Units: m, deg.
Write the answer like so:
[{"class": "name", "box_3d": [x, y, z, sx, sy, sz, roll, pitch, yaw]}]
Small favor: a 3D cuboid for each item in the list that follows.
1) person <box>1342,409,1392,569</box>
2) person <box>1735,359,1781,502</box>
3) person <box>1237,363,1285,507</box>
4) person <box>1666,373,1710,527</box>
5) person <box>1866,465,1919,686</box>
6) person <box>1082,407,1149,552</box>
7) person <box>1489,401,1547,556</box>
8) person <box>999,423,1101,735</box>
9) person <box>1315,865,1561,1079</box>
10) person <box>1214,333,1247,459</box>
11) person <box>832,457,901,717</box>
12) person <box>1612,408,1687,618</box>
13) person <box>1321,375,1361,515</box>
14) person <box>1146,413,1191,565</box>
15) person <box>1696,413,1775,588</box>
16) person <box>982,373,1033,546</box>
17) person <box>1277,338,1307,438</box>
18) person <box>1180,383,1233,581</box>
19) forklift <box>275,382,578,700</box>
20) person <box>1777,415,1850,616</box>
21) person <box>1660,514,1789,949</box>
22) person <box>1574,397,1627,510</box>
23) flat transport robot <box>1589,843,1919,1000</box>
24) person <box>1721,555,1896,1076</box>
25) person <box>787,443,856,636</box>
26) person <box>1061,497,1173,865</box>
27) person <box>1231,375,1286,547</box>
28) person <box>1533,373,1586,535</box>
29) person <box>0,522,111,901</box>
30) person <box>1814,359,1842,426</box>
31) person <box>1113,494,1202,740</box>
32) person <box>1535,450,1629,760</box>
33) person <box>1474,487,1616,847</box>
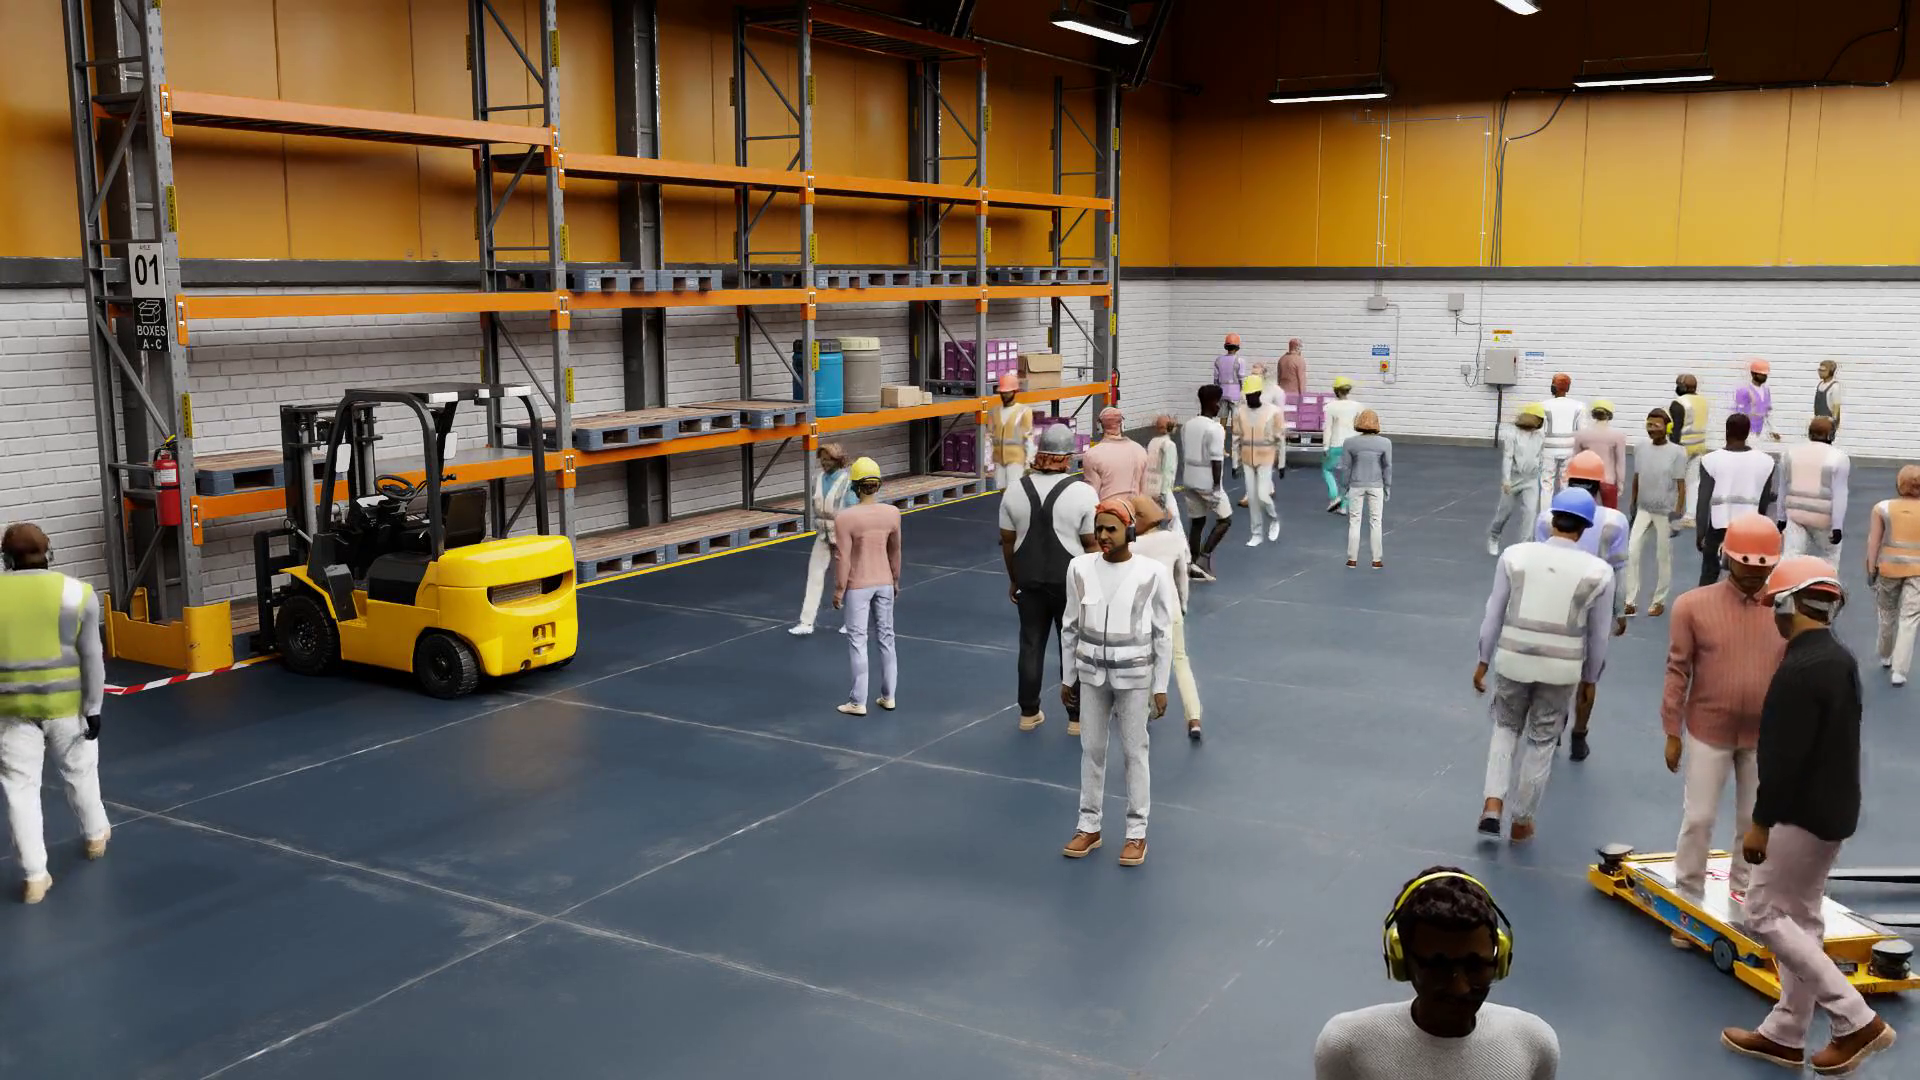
[{"class": "person", "box_3d": [4.146, -0.518, 16.974, 0.500, 1.633, 0.285, 2, 9, 14]}, {"class": "person", "box_3d": [10.494, -1.422, 21.819, 0.548, 1.889, 0.948, -6, 11, -35]}, {"class": "person", "box_3d": [3.884, -1.378, 21.674, 0.664, 1.858, 1.013, 8, 12, 42]}, {"class": "person", "box_3d": [8.571, -1.077, 19.882, 0.660, 1.818, 0.693, -6, 11, -32]}, {"class": "person", "box_3d": [7.021, 0.247, 12.325, 0.520, 1.597, 0.854, 7, 11, 37]}, {"class": "person", "box_3d": [1.250, -0.149, 13.838, 0.643, 1.905, 0.399, -6, 11, -31]}, {"class": "person", "box_3d": [5.843, -0.617, 17.377, 0.502, 1.699, 0.838, -1, 9, -5]}, {"class": "person", "box_3d": [0.628, 0.248, 10.930, 0.682, 2.000, 0.536, 4, 10, 25]}, {"class": "person", "box_3d": [0.941, 1.549, 3.341, 0.532, 1.869, 0.311, -1, 9, -4]}, {"class": "person", "box_3d": [4.403, -2.325, 26.970, 0.614, 2.046, 0.366, 8, 12, 42]}, {"class": "person", "box_3d": [-0.639, 0.317, 11.353, 0.533, 1.768, 0.310, -6, 11, -35]}, {"class": "person", "box_3d": [5.961, -0.215, 14.407, 0.768, 1.846, 0.555, -8, 12, -40]}, {"class": "person", "box_3d": [4.740, -1.180, 20.731, 0.533, 1.755, 0.360, -2, 9, -13]}, {"class": "person", "box_3d": [2.026, -0.503, 17.035, 0.915, 1.584, 0.525, -4, 10, -22]}, {"class": "person", "box_3d": [6.336, -0.111, 13.704, 0.590, 1.858, 1.049, 2, 9, 12]}, {"class": "person", "box_3d": [0.511, -0.871, 18.314, 0.547, 1.921, 0.497, 6, 11, 33]}, {"class": "person", "box_3d": [5.729, -2.507, 28.545, 0.403, 1.906, 0.651, -5, 10, -28]}, {"class": "person", "box_3d": [2.392, -0.548, 16.179, 0.417, 1.954, 0.614, -6, 11, -34]}, {"class": "forklift", "box_3d": [-3.974, -0.067, 12.417, 2.313, 2.155, 1.214, 5, 11, 30]}, {"class": "person", "box_3d": [7.336, -0.182, 14.390, 0.907, 1.805, 0.627, -6, 11, -34]}, {"class": "person", "box_3d": [3.427, 0.855, 7.346, 0.630, 1.972, 0.446, 2, 9, 12]}, {"class": "person", "box_3d": [6.612, -0.604, 17.184, 0.540, 1.732, 0.807, 6, 11, 31]}, {"class": "flat transport robot", "box_3d": [3.532, 1.678, 7.509, 0.652, 0.197, 1.431, -2, 9, -10]}, {"class": "person", "box_3d": [3.215, 1.047, 6.257, 0.622, 1.941, 0.661, 9, 13, 44]}, {"class": "person", "box_3d": [-1.098, 0.014, 13.693, 0.531, 1.604, 0.791, 7, 11, 37]}, {"class": "person", "box_3d": [0.786, 0.716, 8.494, 0.587, 1.882, 0.342, 4, 10, 25]}, {"class": "person", "box_3d": [3.272, -0.864, 18.312, 0.621, 1.895, 0.538, 7, 11, 37]}, {"class": "person", "box_3d": [6.811, -0.962, 18.964, 0.584, 1.884, 0.348, 0, 9, 1]}, {"class": "person", "box_3d": [-4.560, 0.801, 8.245, 0.621, 1.792, 0.899, -4, 10, -23]}, {"class": "person", "box_3d": [12.110, -1.605, 23.160, 0.538, 1.826, 0.534, 0, 9, 2]}, {"class": "person", "box_3d": [1.310, 0.488, 10.810, 0.583, 1.586, 0.829, -4, 10, -25]}, {"class": "person", "box_3d": [3.846, 0.406, 10.334, 0.557, 1.922, 0.418, 5, 10, 27]}, {"class": "person", "box_3d": [3.065, 0.670, 8.736, 0.655, 1.900, 0.504, 5, 10, 28]}]
